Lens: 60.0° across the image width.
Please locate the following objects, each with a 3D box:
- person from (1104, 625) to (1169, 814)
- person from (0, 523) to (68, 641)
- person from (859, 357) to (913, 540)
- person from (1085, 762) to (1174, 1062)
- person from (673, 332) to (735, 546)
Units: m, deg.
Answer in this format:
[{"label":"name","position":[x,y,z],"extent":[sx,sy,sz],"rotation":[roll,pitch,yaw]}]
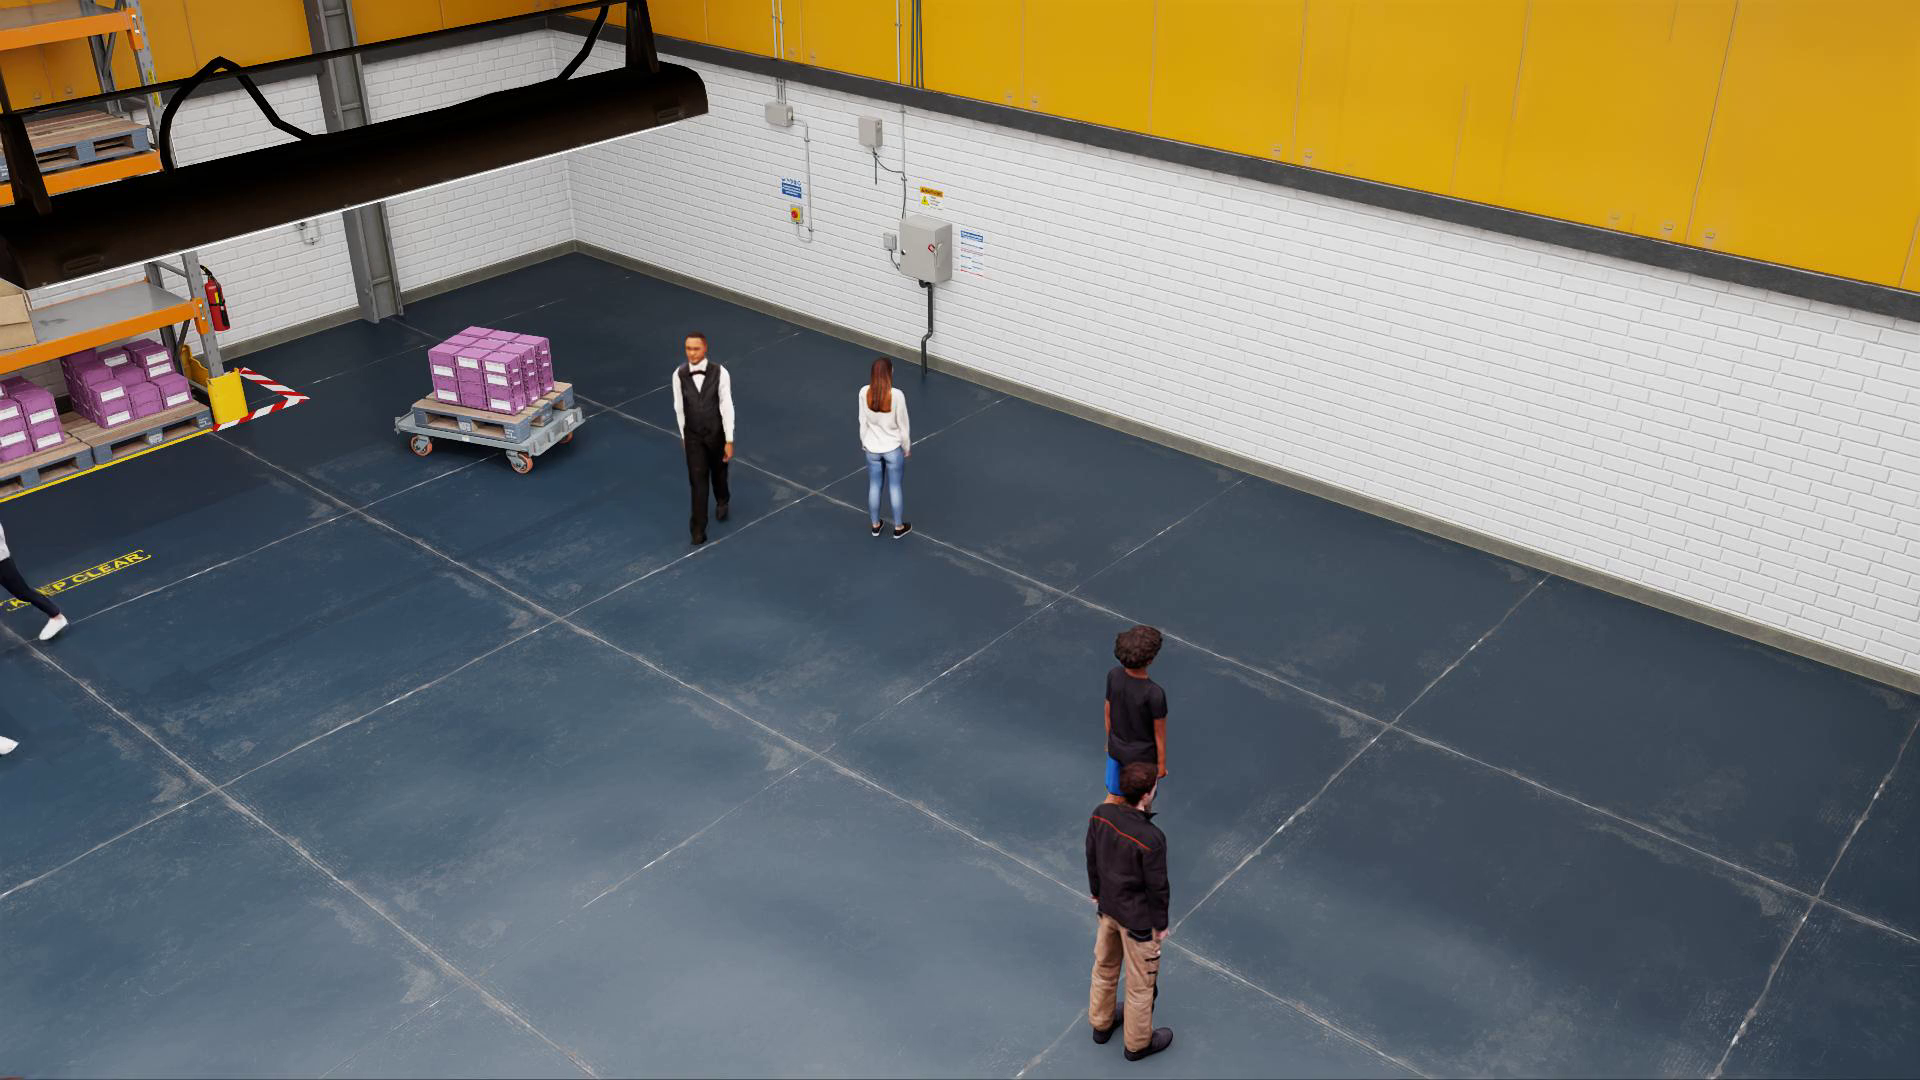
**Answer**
[{"label":"person","position":[1.100,1.328,10.567],"extent":[0.601,1.798,0.554],"rotation":[23,36,35]},{"label":"person","position":[-7.408,0.148,12.878],"extent":[0.760,1.657,1.157],"rotation":[16,32,26]},{"label":"person","position":[-0.657,-0.810,14.599],"extent":[0.688,1.691,0.667],"rotation":[10,30,18]},{"label":"person","position":[0.926,2.037,9.138],"extent":[0.704,1.921,0.607],"rotation":[25,37,38]},{"label":"person","position":[-2.204,-0.959,14.687],"extent":[1.218,1.867,1.328],"rotation":[0,29,-1]}]
